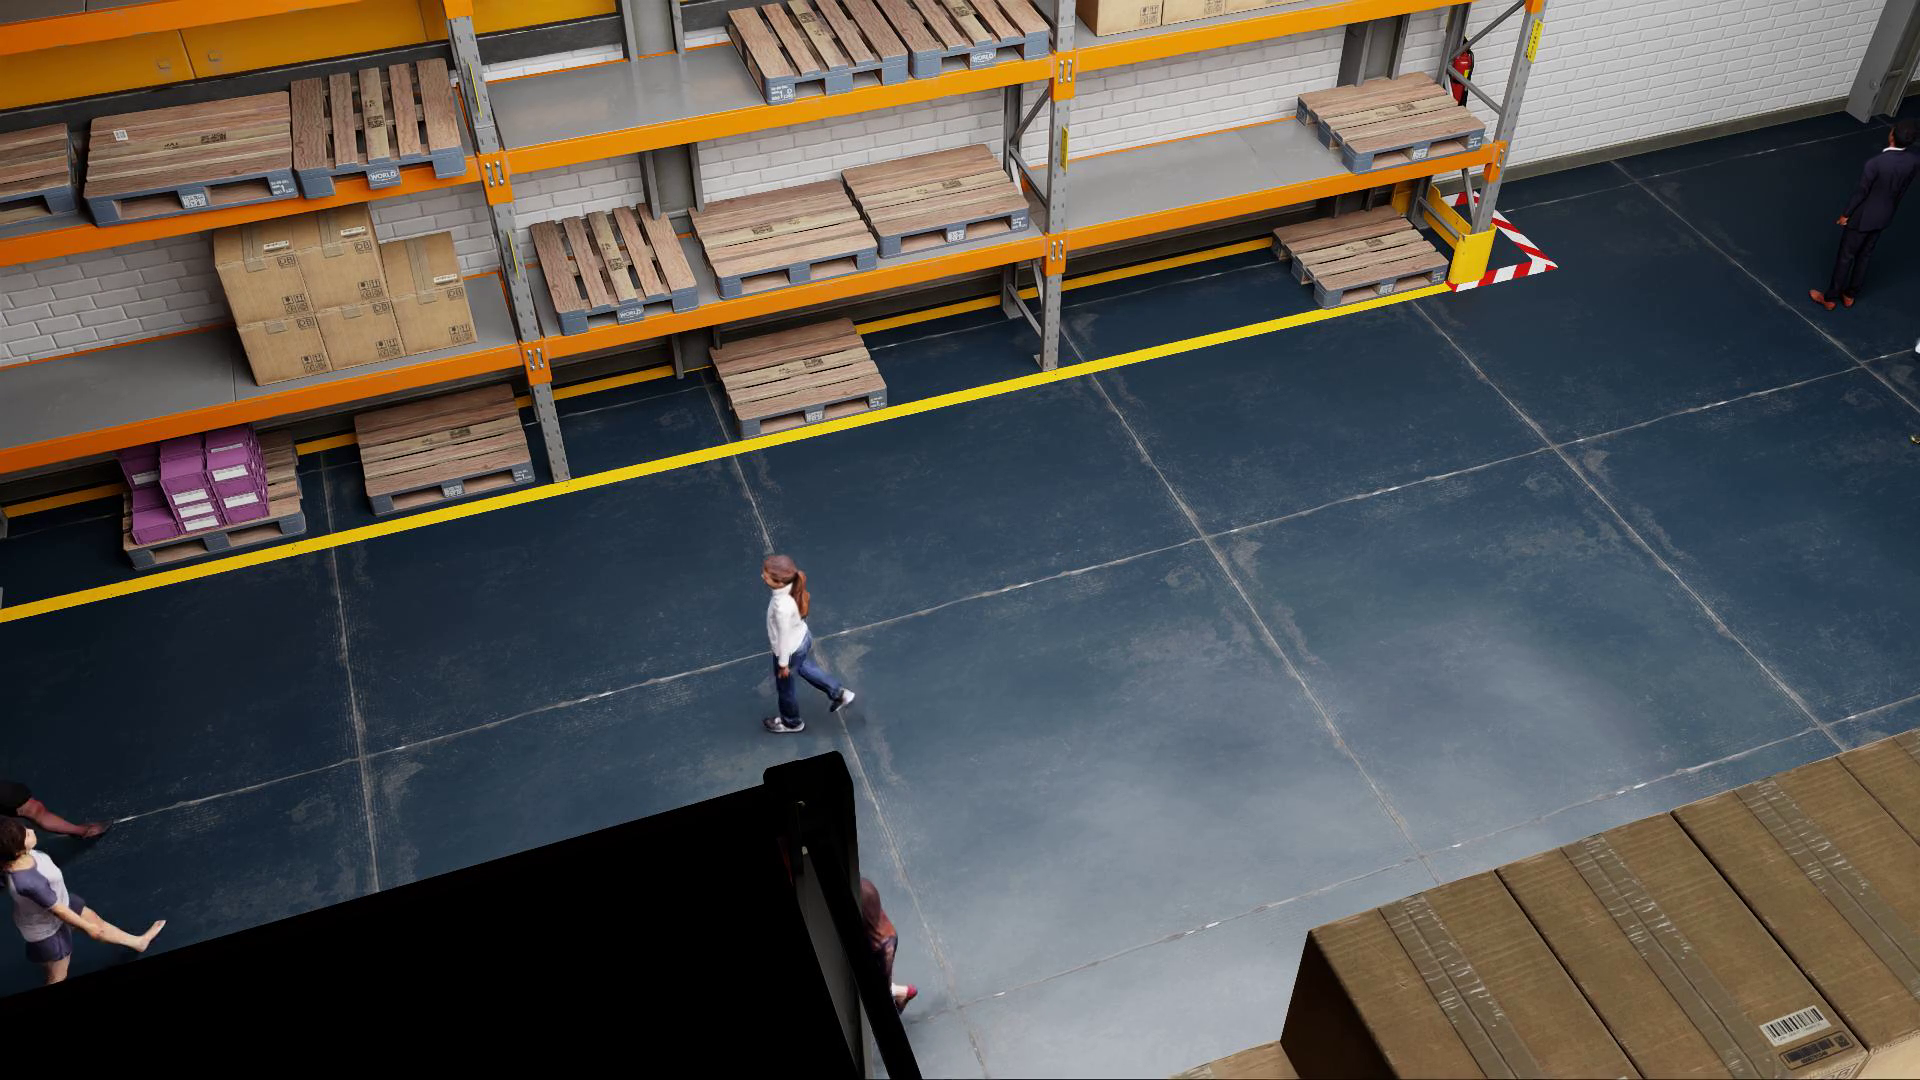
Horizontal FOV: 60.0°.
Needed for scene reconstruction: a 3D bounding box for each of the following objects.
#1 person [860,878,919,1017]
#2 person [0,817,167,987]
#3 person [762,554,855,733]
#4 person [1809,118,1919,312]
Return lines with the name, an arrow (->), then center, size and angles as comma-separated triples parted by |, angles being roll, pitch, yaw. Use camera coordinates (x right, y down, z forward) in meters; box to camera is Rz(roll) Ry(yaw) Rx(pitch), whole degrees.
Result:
person -> -0.464, 2.243, 8.646 | 0.972, 1.592, 0.766 | -28, 50, -27
person -> -4.937, 2.068, 8.878 | 0.835, 1.524, 1.067 | 35, 53, 31
person -> -0.975, 0.655, 10.345 | 0.901, 1.547, 0.747 | 5, 44, 6
person -> 7.493, -2.670, 13.706 | 0.494, 1.724, 0.723 | -9, 44, -9
